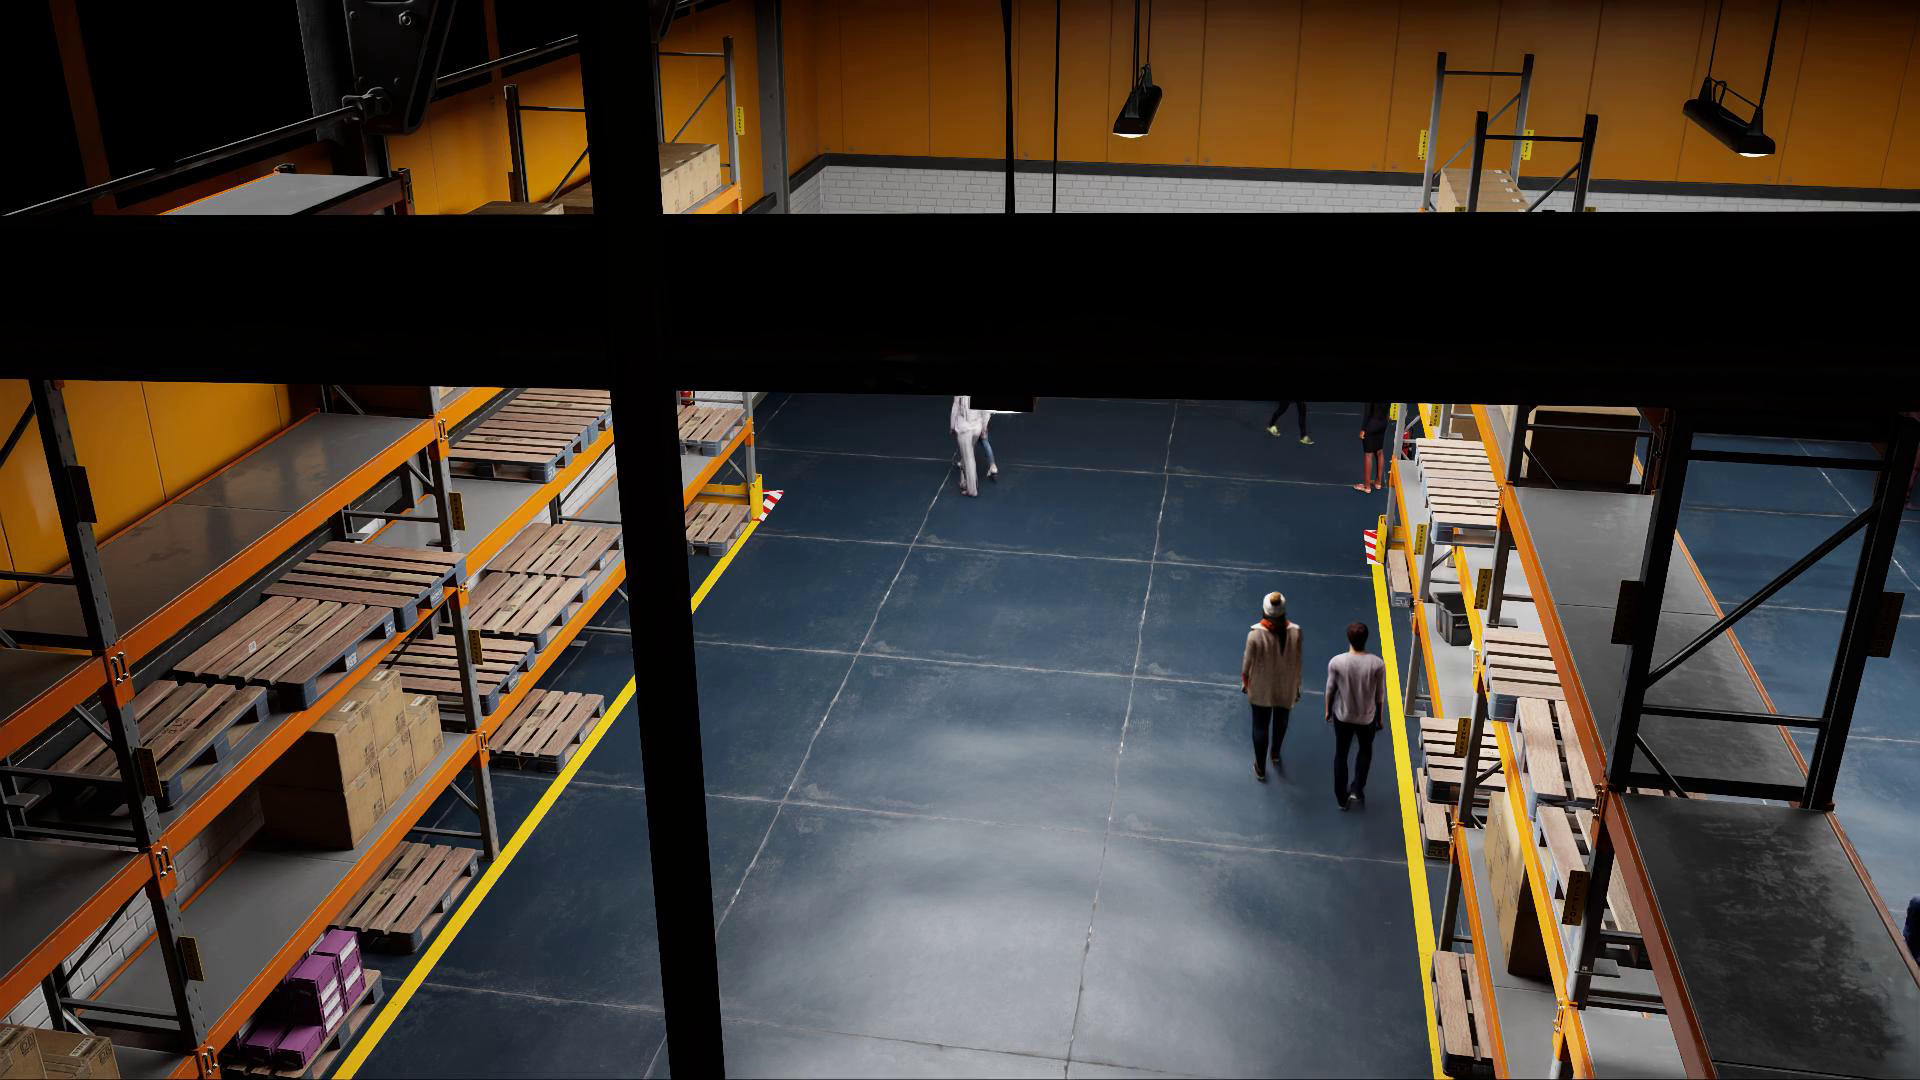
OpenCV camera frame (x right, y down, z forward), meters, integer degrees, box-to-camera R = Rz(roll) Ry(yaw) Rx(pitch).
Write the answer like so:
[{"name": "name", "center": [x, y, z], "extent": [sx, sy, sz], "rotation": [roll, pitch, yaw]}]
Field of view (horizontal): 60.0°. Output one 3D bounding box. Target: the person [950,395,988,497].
[{"name": "person", "center": [0.182, -1.411, 21.963], "extent": [0.765, 1.764, 0.827], "rotation": [-14, 27, -30]}]

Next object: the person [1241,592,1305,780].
[{"name": "person", "center": [2.916, 1.371, 15.468], "extent": [0.757, 1.867, 0.838], "rotation": [1, 24, 2]}]

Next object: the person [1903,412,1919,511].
[{"name": "person", "center": [12.415, -1.317, 21.621], "extent": [0.793, 1.865, 0.623], "rotation": [-1, 24, -3]}]

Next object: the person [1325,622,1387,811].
[{"name": "person", "center": [3.533, 1.627, 14.936], "extent": [0.700, 1.825, 0.633], "rotation": [6, 24, 14]}]

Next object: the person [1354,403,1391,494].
[{"name": "person", "center": [5.526, -1.485, 22.185], "extent": [0.665, 1.720, 0.721], "rotation": [-15, 28, -31]}]
